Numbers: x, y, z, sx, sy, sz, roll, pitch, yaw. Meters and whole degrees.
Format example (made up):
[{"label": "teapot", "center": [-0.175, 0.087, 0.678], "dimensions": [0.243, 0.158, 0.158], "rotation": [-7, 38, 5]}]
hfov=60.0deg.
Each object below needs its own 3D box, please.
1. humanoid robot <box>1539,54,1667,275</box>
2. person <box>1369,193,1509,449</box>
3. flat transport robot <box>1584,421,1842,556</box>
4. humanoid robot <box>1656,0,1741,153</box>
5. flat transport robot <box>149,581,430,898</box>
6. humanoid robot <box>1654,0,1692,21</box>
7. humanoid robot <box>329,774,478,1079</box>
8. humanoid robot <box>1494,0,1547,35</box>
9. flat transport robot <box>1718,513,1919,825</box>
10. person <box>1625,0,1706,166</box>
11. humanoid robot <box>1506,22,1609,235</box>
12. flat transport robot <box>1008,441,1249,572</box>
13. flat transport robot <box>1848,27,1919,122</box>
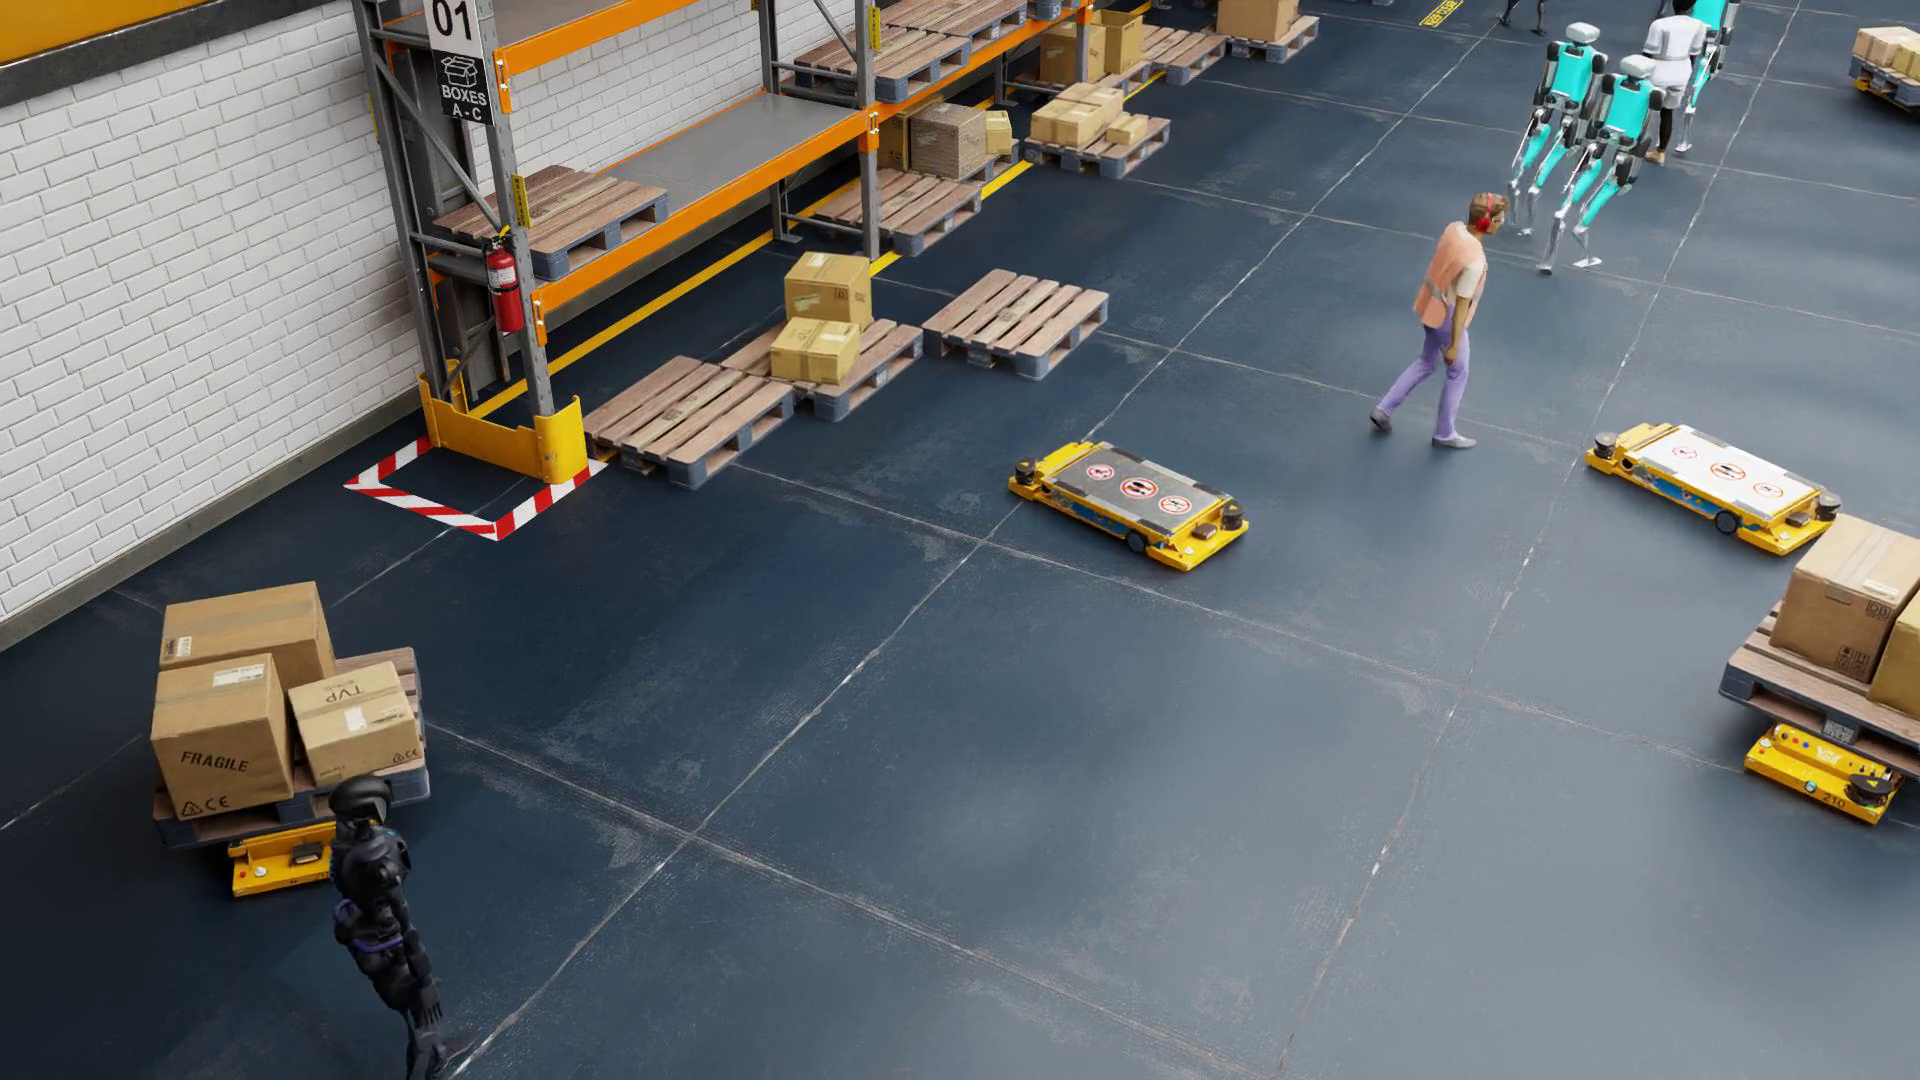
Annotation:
[{"label": "humanoid robot", "center": [4.989, -2.893, 13.232], "dimensions": [0.925, 1.804, 0.531], "rotation": [-21, 39, -28]}, {"label": "person", "center": [3.164, -1.431, 10.913], "dimensions": [0.681, 1.813, 0.597], "rotation": [-3, 34, -4]}, {"label": "flat transport robot", "center": [4.842, -0.381, 10.724], "dimensions": [0.659, 0.231, 1.431], "rotation": [-22, 39, -30]}, {"label": "humanoid robot", "center": [6.817, -4.456, 15.473], "dimensions": [0.530, 1.690, 0.746], "rotation": [17, 37, 24]}, {"label": "flat transport robot", "center": [-3.289, 1.182, 8.360], "dimensions": [0.659, 0.231, 1.431], "rotation": [-10, 35, -15]}, {"label": "humanoid robot", "center": [7.980, -6.242, 18.360], "dimensions": [0.787, 1.629, 0.605], "rotation": [-27, 42, -34]}, {"label": "humanoid robot", "center": [-2.203, 1.571, 6.498], "dimensions": [0.493, 1.643, 0.612], "rotation": [-27, 42, -34]}, {"label": "humanoid robot", "center": [6.562, -6.652, 18.958], "dimensions": [0.610, 1.627, 0.727], "rotation": [-12, 35, -18]}, {"label": "flat transport robot", "center": [4.736, 0.928, 8.745], "dimensions": [0.659, 0.231, 1.431], "rotation": [27, 42, 34]}, {"label": "person", "center": [6.467, -4.237, 15.267], "dimensions": [0.552, 1.688, 0.356], "rotation": [-4, 34, -5]}, {"label": "humanoid robot", "center": [4.911, -3.364, 13.960], "dimensions": [0.747, 1.822, 0.531], "rotation": [-26, 42, -34]}, {"label": "flat transport robot", "center": [1.056, -0.262, 10.545], "dimensions": [1.431, 0.231, 0.659], "rotation": [27, 42, 34]}, {"label": "flat transport robot", "center": [9.863, -4.511, 16.972], "dimensions": [0.659, 0.231, 1.431], "rotation": [-5, 34, -7]}]
